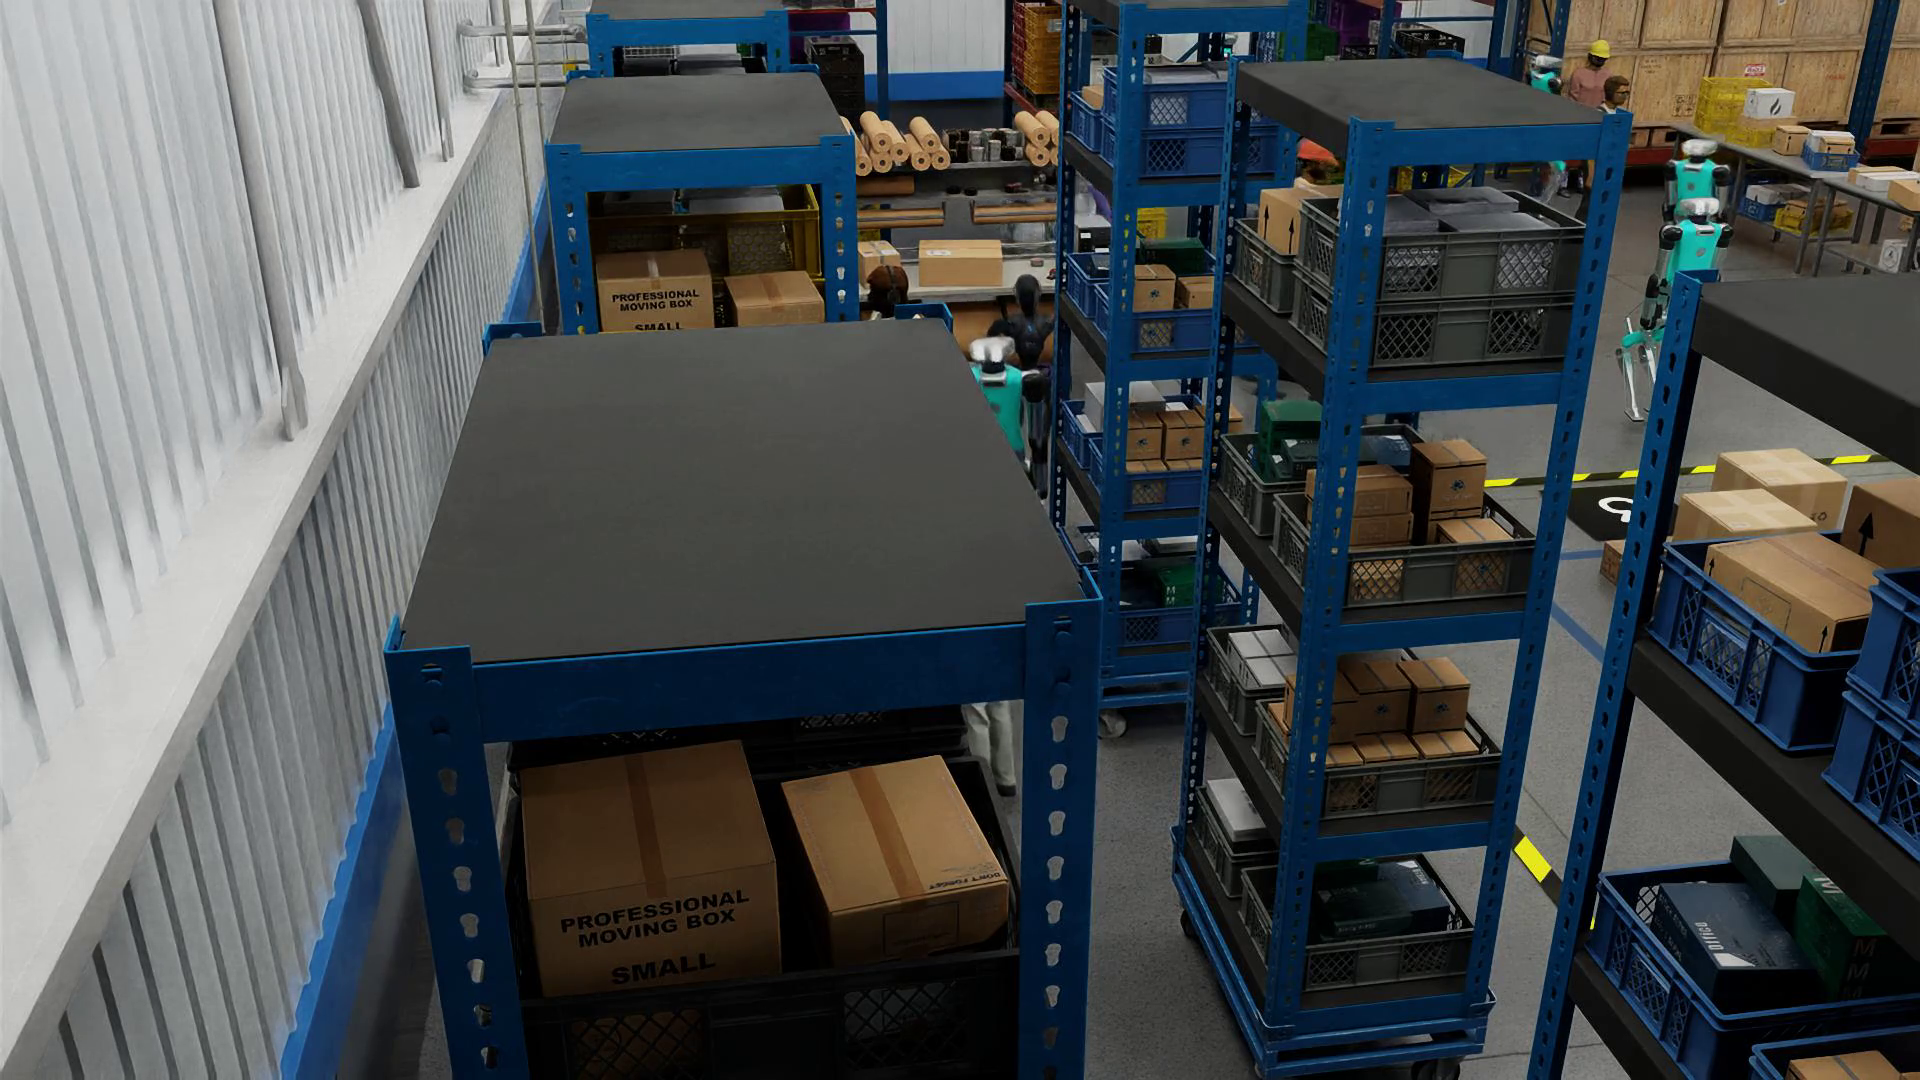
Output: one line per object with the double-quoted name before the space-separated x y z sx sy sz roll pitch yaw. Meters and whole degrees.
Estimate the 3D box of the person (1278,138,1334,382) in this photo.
"person" 2.689 -2.205 13.111 0.361 1.926 0.575 2 25 3

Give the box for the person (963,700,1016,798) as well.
"person" 0.089 0.426 7.504 0.398 1.834 0.560 13 28 26

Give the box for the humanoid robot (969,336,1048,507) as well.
"humanoid robot" 0.247 -0.320 9.350 0.567 1.886 0.793 4 25 8

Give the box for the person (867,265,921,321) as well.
"person" -0.404 -0.766 10.081 0.431 1.843 0.622 -10 26 -20

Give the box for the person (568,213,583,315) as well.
"person" -2.733 -1.863 12.451 0.513 1.857 0.335 -17 30 -33

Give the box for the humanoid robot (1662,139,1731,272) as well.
"humanoid robot" 6.250 -2.500 14.070 0.556 1.829 0.862 22 33 39

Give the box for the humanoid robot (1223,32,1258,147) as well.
"humanoid robot" 3.271 -5.009 19.274 0.735 1.673 0.533 2 25 5

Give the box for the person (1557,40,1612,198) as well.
"person" 7.126 -4.780 18.909 0.522 1.761 0.337 -6 25 -12

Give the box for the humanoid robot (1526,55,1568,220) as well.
"humanoid robot" 6.432 -4.343 17.978 0.798 1.762 0.616 -8 26 -16

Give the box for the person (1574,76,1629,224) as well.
"person" 6.250 -3.608 16.273 0.334 1.837 0.507 20 31 37

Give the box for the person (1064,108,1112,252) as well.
"person" 1.150 -2.851 14.436 0.896 2.003 0.616 -4 25 -8

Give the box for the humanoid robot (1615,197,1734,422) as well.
"humanoid robot" 5.108 -1.714 12.107 0.533 1.677 0.735 -4 25 -9

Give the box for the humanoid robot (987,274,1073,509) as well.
"humanoid robot" 0.454 -0.955 10.730 0.607 1.631 0.686 0 25 -1

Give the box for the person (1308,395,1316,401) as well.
"person" 2.418 -1.263 11.190 0.904 1.811 0.616 -4 25 -8

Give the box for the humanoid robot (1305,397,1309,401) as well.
"humanoid robot" 3.004 -1.766 12.407 0.959 1.753 0.605 -9 26 -19

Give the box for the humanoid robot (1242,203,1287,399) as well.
"humanoid robot" 2.401 -1.951 12.890 0.612 1.637 0.610 -21 32 -39

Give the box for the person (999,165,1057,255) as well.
"person" 0.556 -2.624 14.252 0.515 1.713 0.693 -11 27 -22
